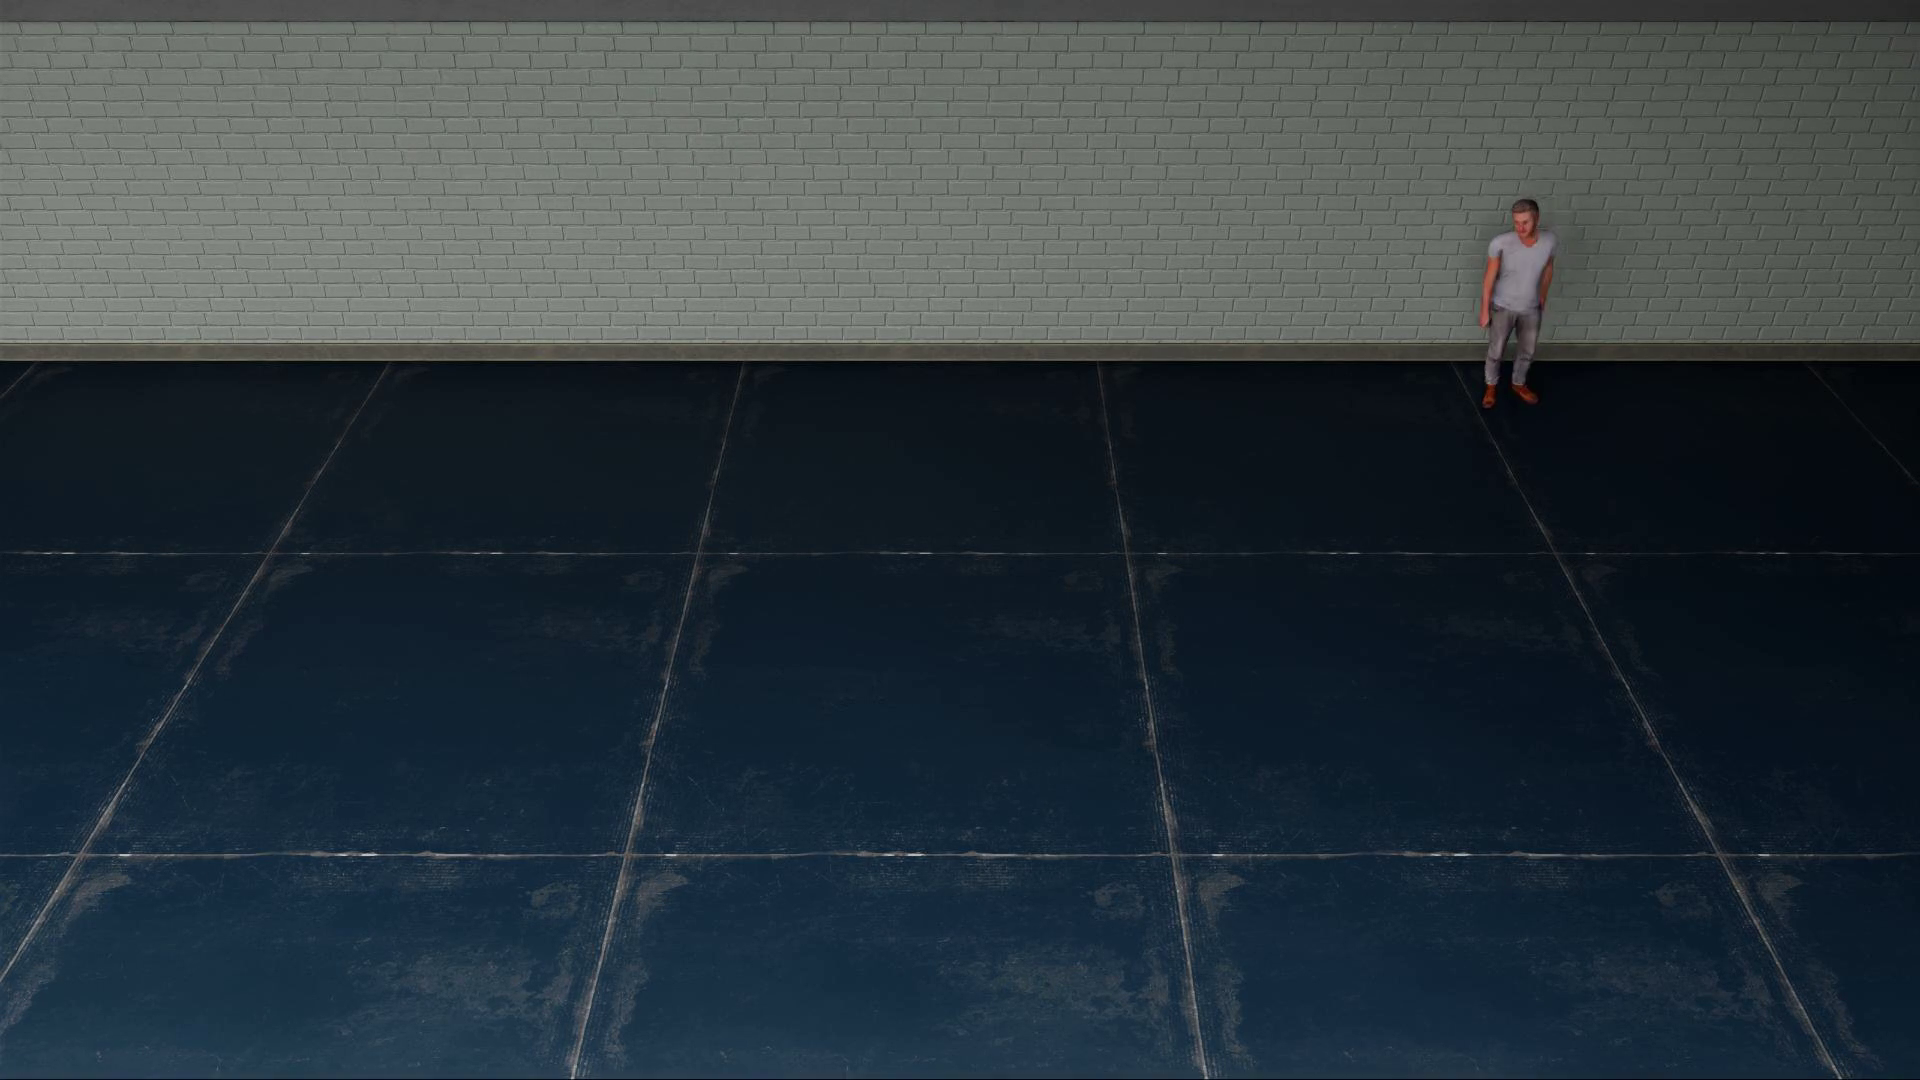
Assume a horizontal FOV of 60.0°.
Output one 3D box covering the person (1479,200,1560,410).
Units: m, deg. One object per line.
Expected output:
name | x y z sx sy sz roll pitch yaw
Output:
person | 4.337 -1.841 12.973 0.800 1.781 0.638 -9 34 -13
